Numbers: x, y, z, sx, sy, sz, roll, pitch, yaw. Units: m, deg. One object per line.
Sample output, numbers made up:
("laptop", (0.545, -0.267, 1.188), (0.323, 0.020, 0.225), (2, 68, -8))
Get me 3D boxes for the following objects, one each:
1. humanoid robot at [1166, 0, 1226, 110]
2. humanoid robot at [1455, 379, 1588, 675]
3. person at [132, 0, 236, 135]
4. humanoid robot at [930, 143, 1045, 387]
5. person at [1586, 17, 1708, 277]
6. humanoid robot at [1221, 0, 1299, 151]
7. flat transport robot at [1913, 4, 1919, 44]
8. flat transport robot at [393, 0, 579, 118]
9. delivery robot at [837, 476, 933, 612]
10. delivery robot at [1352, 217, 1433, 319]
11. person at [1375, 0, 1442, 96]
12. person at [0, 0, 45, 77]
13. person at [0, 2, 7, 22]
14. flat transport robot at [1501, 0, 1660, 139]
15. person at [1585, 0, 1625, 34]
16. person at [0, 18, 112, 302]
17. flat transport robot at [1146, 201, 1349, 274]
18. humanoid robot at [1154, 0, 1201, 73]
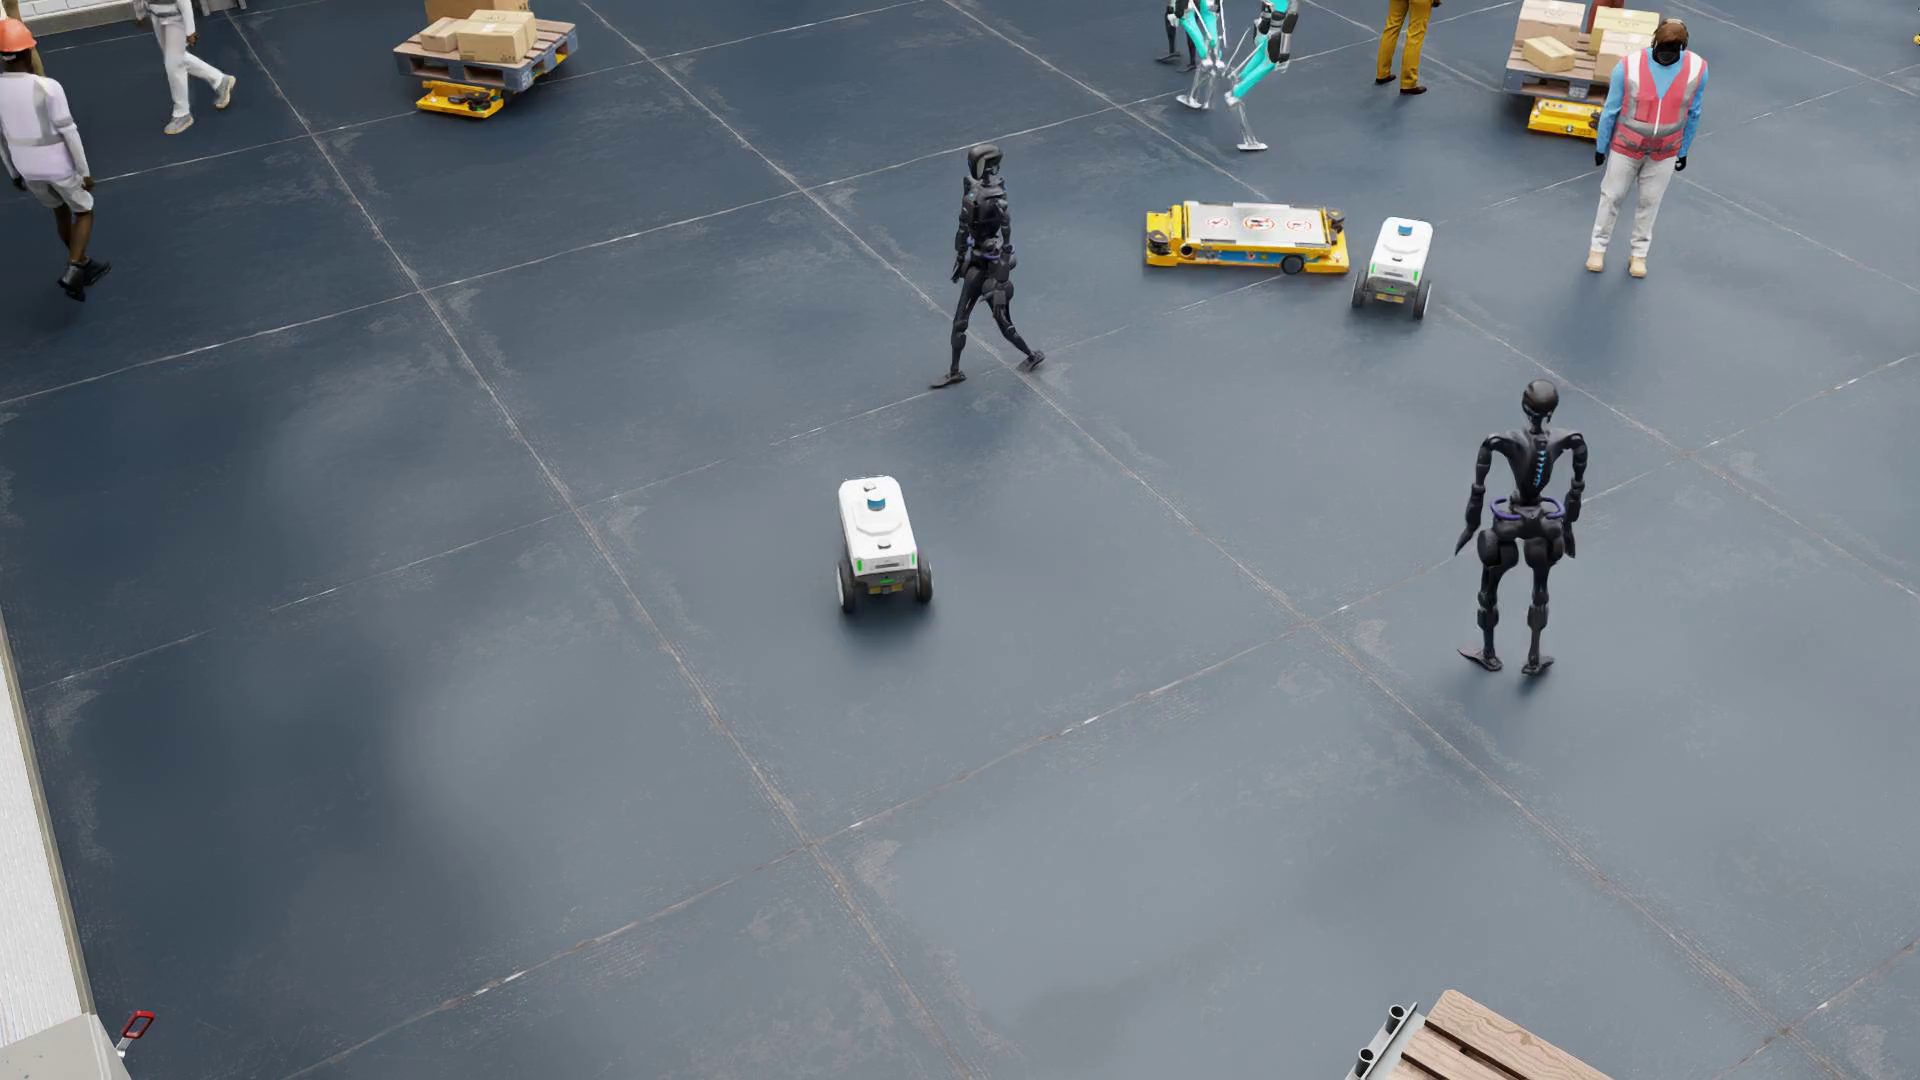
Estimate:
("humanoid robot", (1.993, -4.290, 13.551), (0.541, 1.804, 0.801), (-13, 40, -16))
("humanoid robot", (2.785, -0.021, 8.191), (0.589, 1.645, 0.428), (0, 38, 0))
("person", (-6.293, -4.240, 13.382), (0.669, 1.836, 0.726), (17, 42, 21))
("humanoid robot", (0.190, -1.685, 10.335), (0.780, 1.643, 0.598), (-20, 43, -24))
("person", (4.698, -2.701, 11.444), (0.638, 1.831, 0.430), (7, 39, 9))
("humanoid robot", (2.279, -3.828, 12.973), (0.659, 1.839, 0.543), (-8, 39, -10))
("flat transport robot", (9.451, -4.541, 15.021), (1.431, 0.231, 0.659), (-11, 40, -14))
("flat transport robot", (-4.039, -4.043, 14.393), (0.659, 0.231, 1.431), (11, 40, 14))
("delivery robot", (-0.448, -0.017, 9.058), (0.499, 0.565, 0.745), (-7, 39, -9))
("delivery robot", (3.022, -1.896, 11.467), (0.499, 0.611, 0.792), (13, 40, 15))
("person", (3.815, -4.624, 13.931), (0.340, 1.751, 0.536), (-24, 44, -27))
("person", (-7.916, -4.416, 13.663), (0.369, 1.762, 0.522), (5, 39, 6))
("person", (-7.823, -4.082, 13.199), (0.590, 1.818, 0.458), (22, 43, 26))
("flat transport robot", (5.225, -3.788, 14.071), (0.659, 0.231, 1.431), (13, 40, 16))
("person", (5.841, -5.217, 14.594), (0.545, 1.867, 0.426), (-25, 45, -28))
("person", (-6.127, -2.487, 11.114), (0.548, 1.911, 0.671), (1, 38, 2))
("flat transport robot", (2.075, -2.197, 12.064), (1.431, 0.231, 0.659), (3, 39, 4))
("humanoid robot", (1.978, -4.826, 14.245), (0.383, 1.656, 0.603), (-13, 40, -15))
